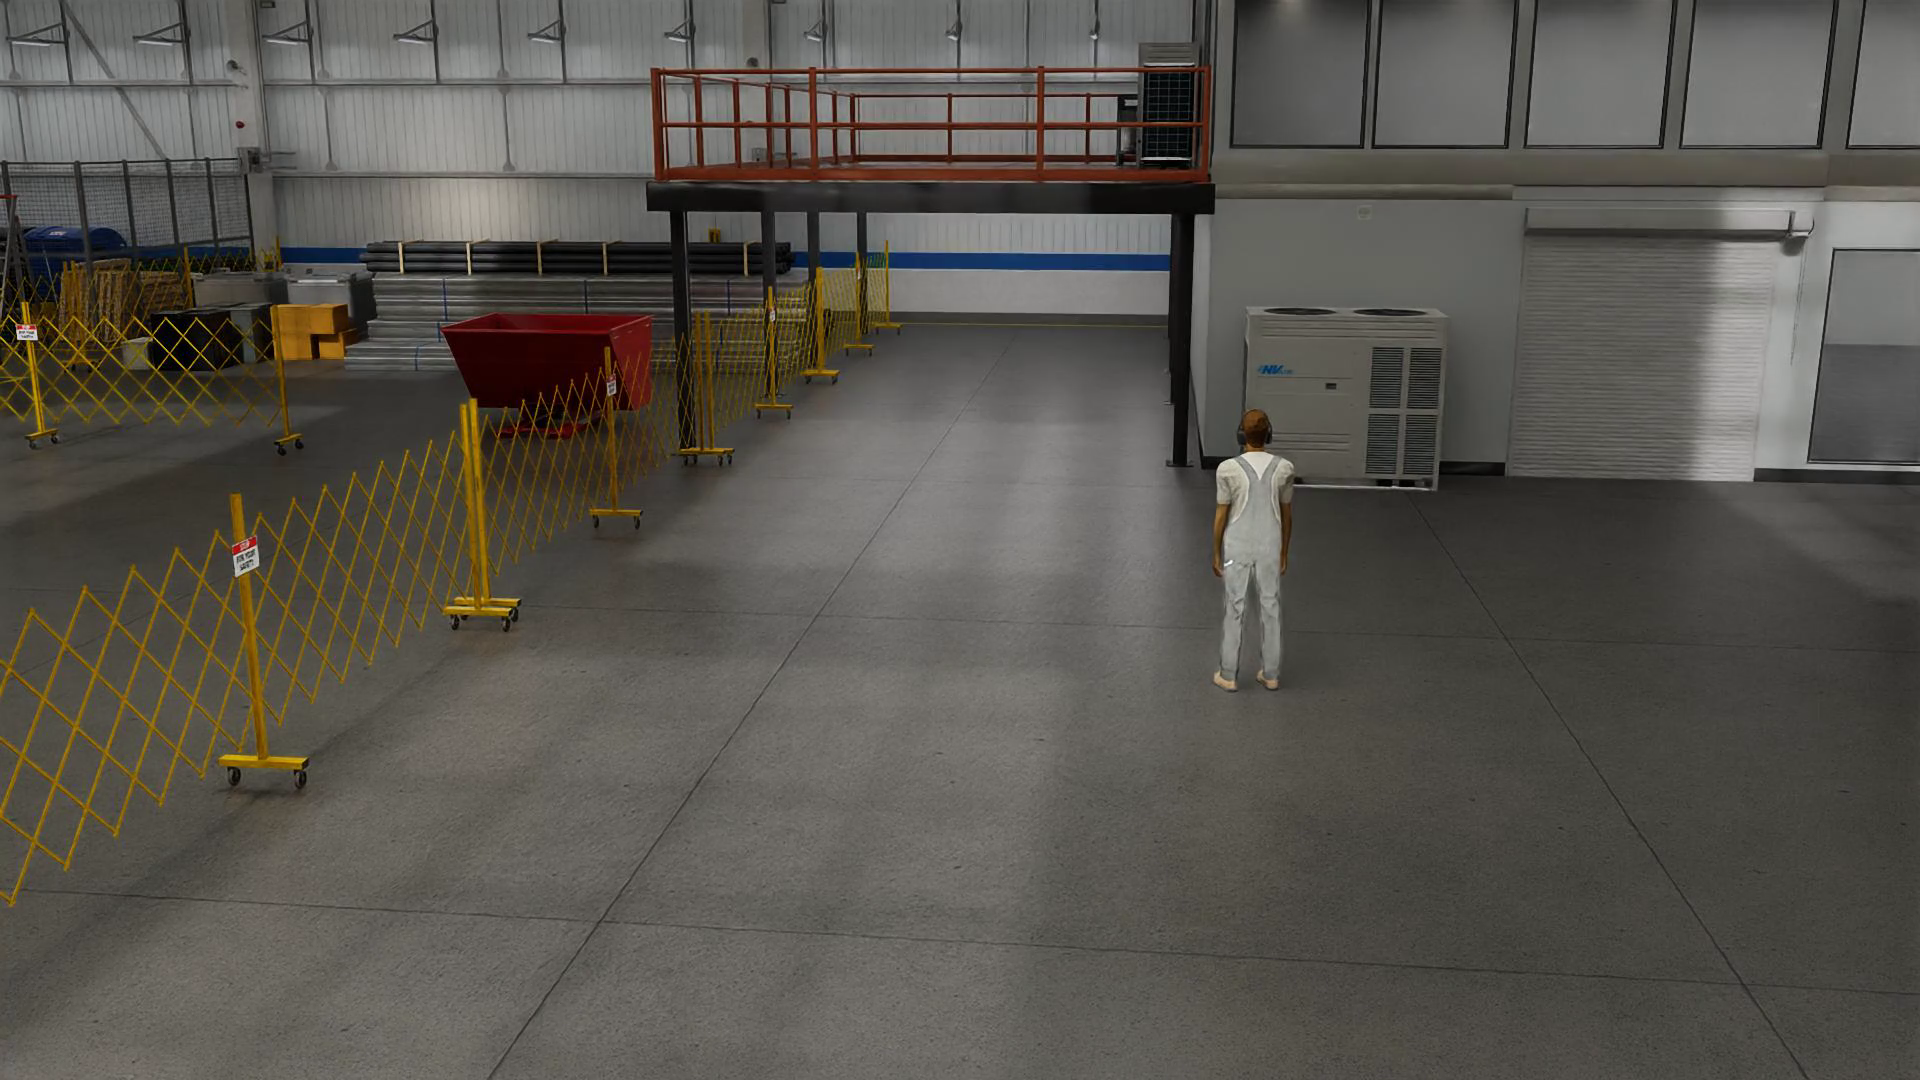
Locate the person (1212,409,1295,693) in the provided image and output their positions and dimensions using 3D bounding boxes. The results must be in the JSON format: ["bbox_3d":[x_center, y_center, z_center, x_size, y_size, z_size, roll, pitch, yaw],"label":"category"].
[{"bbox_3d":[1.871,0.075,10.668,0.502,1.837,0.351,-1,14,-5],"label":"person"}]

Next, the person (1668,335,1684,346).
[{"bbox_3d":[8.562,-2.136,19.611,0.918,1.876,0.655,-3,14,-12],"label":"person"}]
